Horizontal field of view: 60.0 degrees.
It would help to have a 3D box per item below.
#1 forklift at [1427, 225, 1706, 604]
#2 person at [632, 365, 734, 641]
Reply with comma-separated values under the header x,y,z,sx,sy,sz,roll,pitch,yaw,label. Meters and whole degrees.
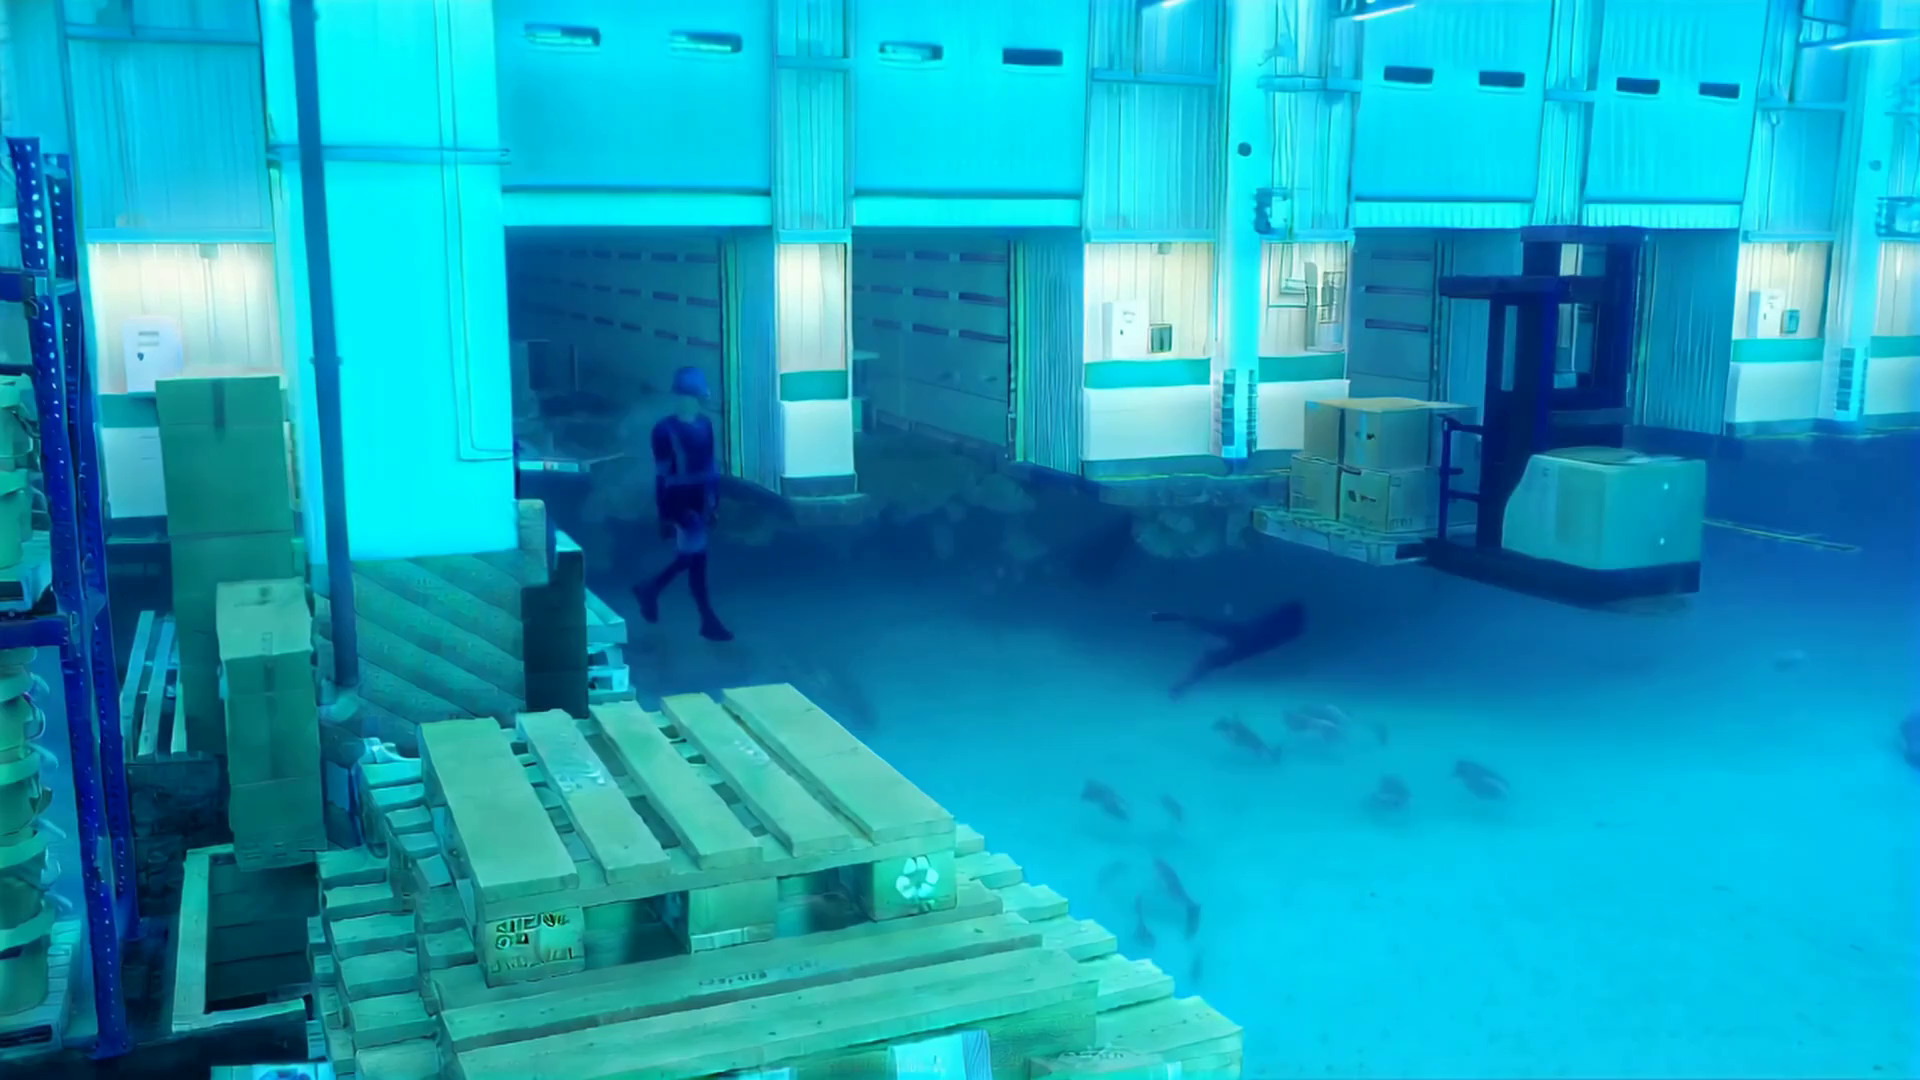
x,y,z,sx,sy,sz,roll,pitch,yaw,label
4.762,-1.043,12.937,1.129,2.768,1.873,-4,11,-23,forklift
-1.942,-0.260,11.351,0.798,1.897,0.582,6,12,31,person
